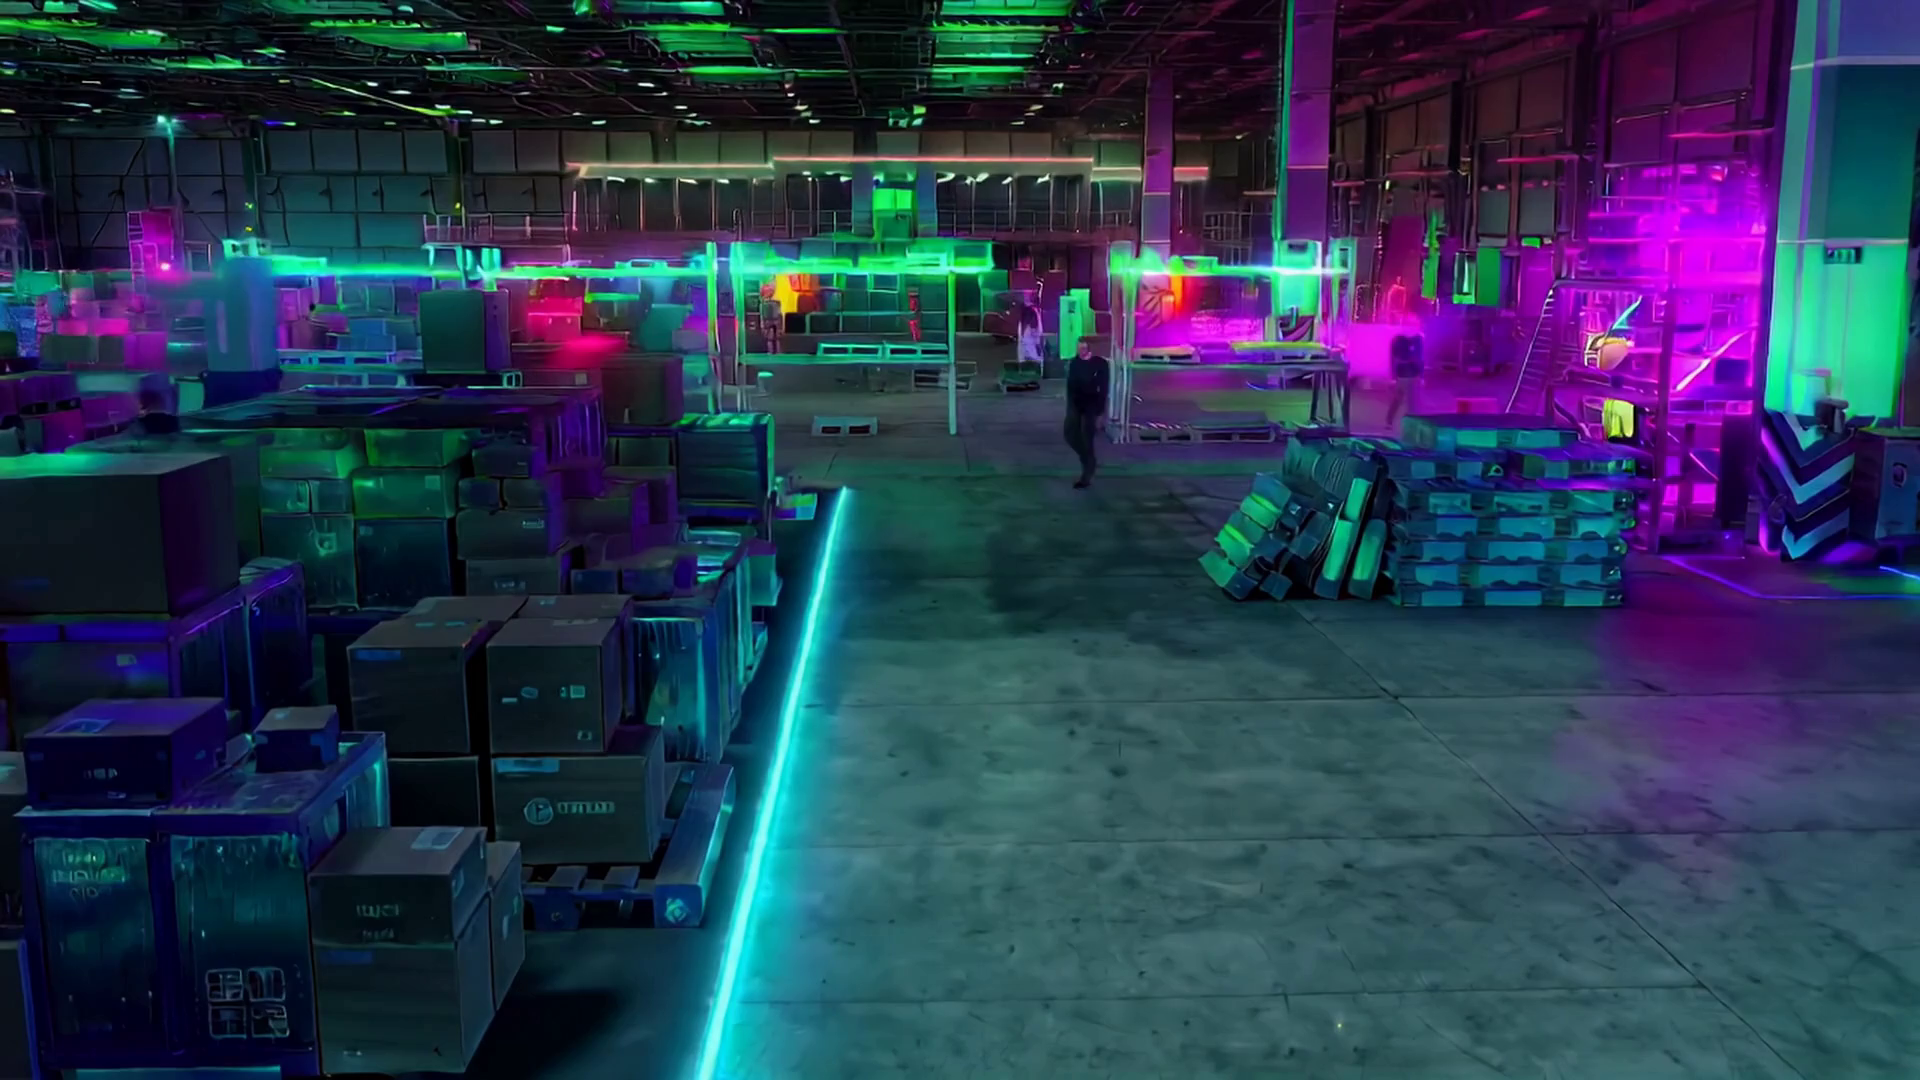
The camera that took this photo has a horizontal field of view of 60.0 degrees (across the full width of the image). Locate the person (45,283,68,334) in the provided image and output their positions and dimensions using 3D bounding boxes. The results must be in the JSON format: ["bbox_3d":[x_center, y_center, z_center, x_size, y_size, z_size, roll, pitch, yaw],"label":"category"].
[{"bbox_3d":[-26.960,-6.763,49.649,0.599,1.810,0.779,-3,11,-15],"label":"person"}]

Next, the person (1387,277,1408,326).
[{"bbox_3d":[13.639,-7.224,51.848,0.619,1.933,1.062,2,10,13],"label":"person"}]

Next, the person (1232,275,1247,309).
[{"bbox_3d":[12.556,-11.265,74.736,0.649,1.813,0.509,-1,10,-6],"label":"person"}]

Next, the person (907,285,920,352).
[{"bbox_3d":[-1.244,-5.828,44.262,0.351,1.878,0.568,-4,11,-19],"label":"person"}]

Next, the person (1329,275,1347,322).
[{"bbox_3d":[12.919,-8.066,56.567,0.814,1.927,0.607,-1,10,-8],"label":"person"}]

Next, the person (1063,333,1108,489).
[{"bbox_3d":[1.543,-1.594,20.518,0.459,1.923,0.651,-9,14,-42],"label":"person"}]

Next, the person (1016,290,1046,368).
[{"bbox_3d":[1.571,-4.384,35.742,0.825,2.000,0.693,8,13,36],"label":"person"}]

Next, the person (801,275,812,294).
[{"bbox_3d":[-5.202,-8.027,56.390,0.386,1.917,0.591,4,11,23],"label":"person"}]

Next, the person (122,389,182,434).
[{"bbox_3d":[-6.815,-0.390,14.223,0.643,1.792,0.801,-9,14,-42],"label":"person"}]

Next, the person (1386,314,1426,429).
[{"bbox_3d":[7.062,-2.632,26.371,0.592,1.911,0.607,-2,10,-13],"label":"person"}]

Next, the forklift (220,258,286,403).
[{"bbox_3d":[-8.952,-2.188,21.167,1.873,2.768,1.129,0,10,-2],"label":"forklift"}]

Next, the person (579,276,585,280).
[{"bbox_3d":[-13.229,-8.381,58.303,0.374,1.934,0.549,8,13,39],"label":"person"}]

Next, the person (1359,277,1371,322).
[{"bbox_3d":[14.023,-8.150,57.311,0.502,1.844,0.791,-6,12,-28],"label":"person"}]

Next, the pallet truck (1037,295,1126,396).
[{"bbox_3d":[2.483,-3.881,33.060,1.885,1.965,0.823,-7,13,-36],"label":"pallet truck"}]

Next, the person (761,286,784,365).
[{"bbox_3d":[-4.634,-5.292,41.116,0.566,1.930,0.389,-2,10,-9],"label":"person"}]
